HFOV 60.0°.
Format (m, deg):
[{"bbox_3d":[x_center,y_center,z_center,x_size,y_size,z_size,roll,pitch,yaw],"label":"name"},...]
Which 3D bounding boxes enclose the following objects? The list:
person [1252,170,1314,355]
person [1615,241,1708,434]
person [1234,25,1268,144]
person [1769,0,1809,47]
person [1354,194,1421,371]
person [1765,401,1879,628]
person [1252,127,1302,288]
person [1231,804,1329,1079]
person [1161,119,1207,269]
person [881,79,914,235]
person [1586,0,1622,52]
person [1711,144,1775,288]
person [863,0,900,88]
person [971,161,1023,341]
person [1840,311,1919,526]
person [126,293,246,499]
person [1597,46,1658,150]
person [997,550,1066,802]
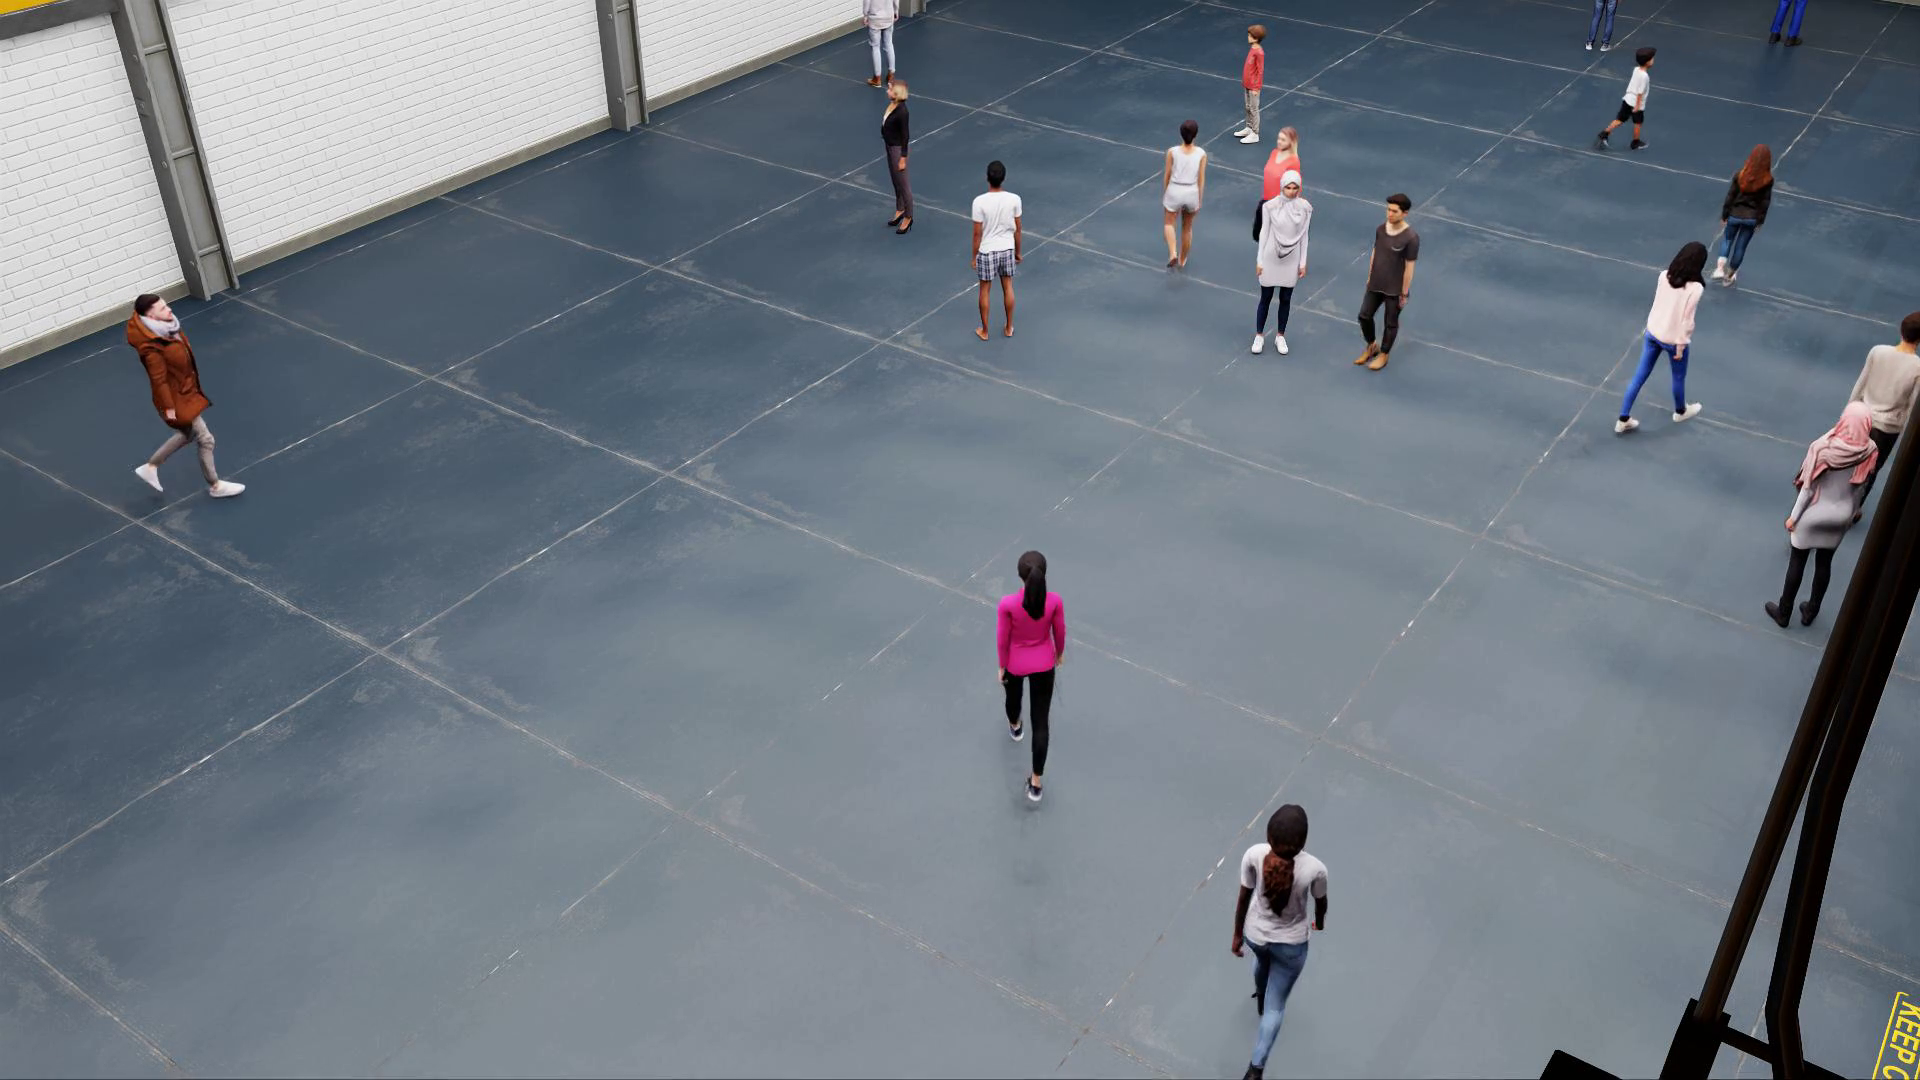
[{"bbox_3d":[2.982,-2.590,15.467,0.690,1.777,0.696,3,34,4],"label":"person"},{"bbox_3d":[5.928,-1.674,14.134,1.183,1.728,1.006,-15,36,-21],"label":"person"},{"bbox_3d":[3.582,-5.569,20.274,0.636,1.416,0.573,-5,34,-8],"label":"person"},{"bbox_3d":[11.841,-7.940,23.449,0.618,1.851,0.663,-29,43,-36],"label":"person"},{"bbox_3d":[3.965,-2.379,15.214,0.650,1.707,0.691,-25,41,-33],"label":"person"},{"bbox_3d":[6.133,-0.174,11.809,0.725,1.803,0.747,2,34,3],"label":"person"},{"bbox_3d":[3.263,-3.339,16.678,0.805,1.684,0.741,-18,37,-25],"label":"person"},{"bbox_3d":[1.596,2.104,8.488,0.717,1.684,1.153,14,36,20],"label":"person"},{"bbox_3d":[2.270,-3.484,16.972,0.768,1.600,0.855,2,34,3],"label":"person"},{"bbox_3d":[-0.650,-4.128,17.877,0.713,1.671,0.684,-11,35,-16],"label":"person"},{"bbox_3d":[9.087,-7.681,23.322,0.557,1.562,0.534,17,37,24],"label":"person"},{"bbox_3d":[7.874,-3.230,16.704,0.577,1.474,0.560,17,37,24],"label":"person"},{"bbox_3d":[-1.043,-6.920,21.924,0.684,1.840,0.824,-16,37,-23],"label":"person"},{"bbox_3d":[0.335,-2.725,15.713,0.699,1.730,0.770,-7,34,-10],"label":"person"},{"bbox_3d":[7.014,-0.864,12.803,0.727,1.852,0.763,-23,40,-30],"label":"person"},{"bbox_3d":[-6.299,-1.112,13.206,1.145,1.819,1.008,-13,36,-19],"label":"person"},{"bbox_3d":[8.069,-5.307,20.038,0.879,1.242,0.849,-4,34,-6],"label":"person"},{"bbox_3d":[0.448,0.859,10.390,1.063,1.654,1.191,-2,34,-4],"label":"person"}]
